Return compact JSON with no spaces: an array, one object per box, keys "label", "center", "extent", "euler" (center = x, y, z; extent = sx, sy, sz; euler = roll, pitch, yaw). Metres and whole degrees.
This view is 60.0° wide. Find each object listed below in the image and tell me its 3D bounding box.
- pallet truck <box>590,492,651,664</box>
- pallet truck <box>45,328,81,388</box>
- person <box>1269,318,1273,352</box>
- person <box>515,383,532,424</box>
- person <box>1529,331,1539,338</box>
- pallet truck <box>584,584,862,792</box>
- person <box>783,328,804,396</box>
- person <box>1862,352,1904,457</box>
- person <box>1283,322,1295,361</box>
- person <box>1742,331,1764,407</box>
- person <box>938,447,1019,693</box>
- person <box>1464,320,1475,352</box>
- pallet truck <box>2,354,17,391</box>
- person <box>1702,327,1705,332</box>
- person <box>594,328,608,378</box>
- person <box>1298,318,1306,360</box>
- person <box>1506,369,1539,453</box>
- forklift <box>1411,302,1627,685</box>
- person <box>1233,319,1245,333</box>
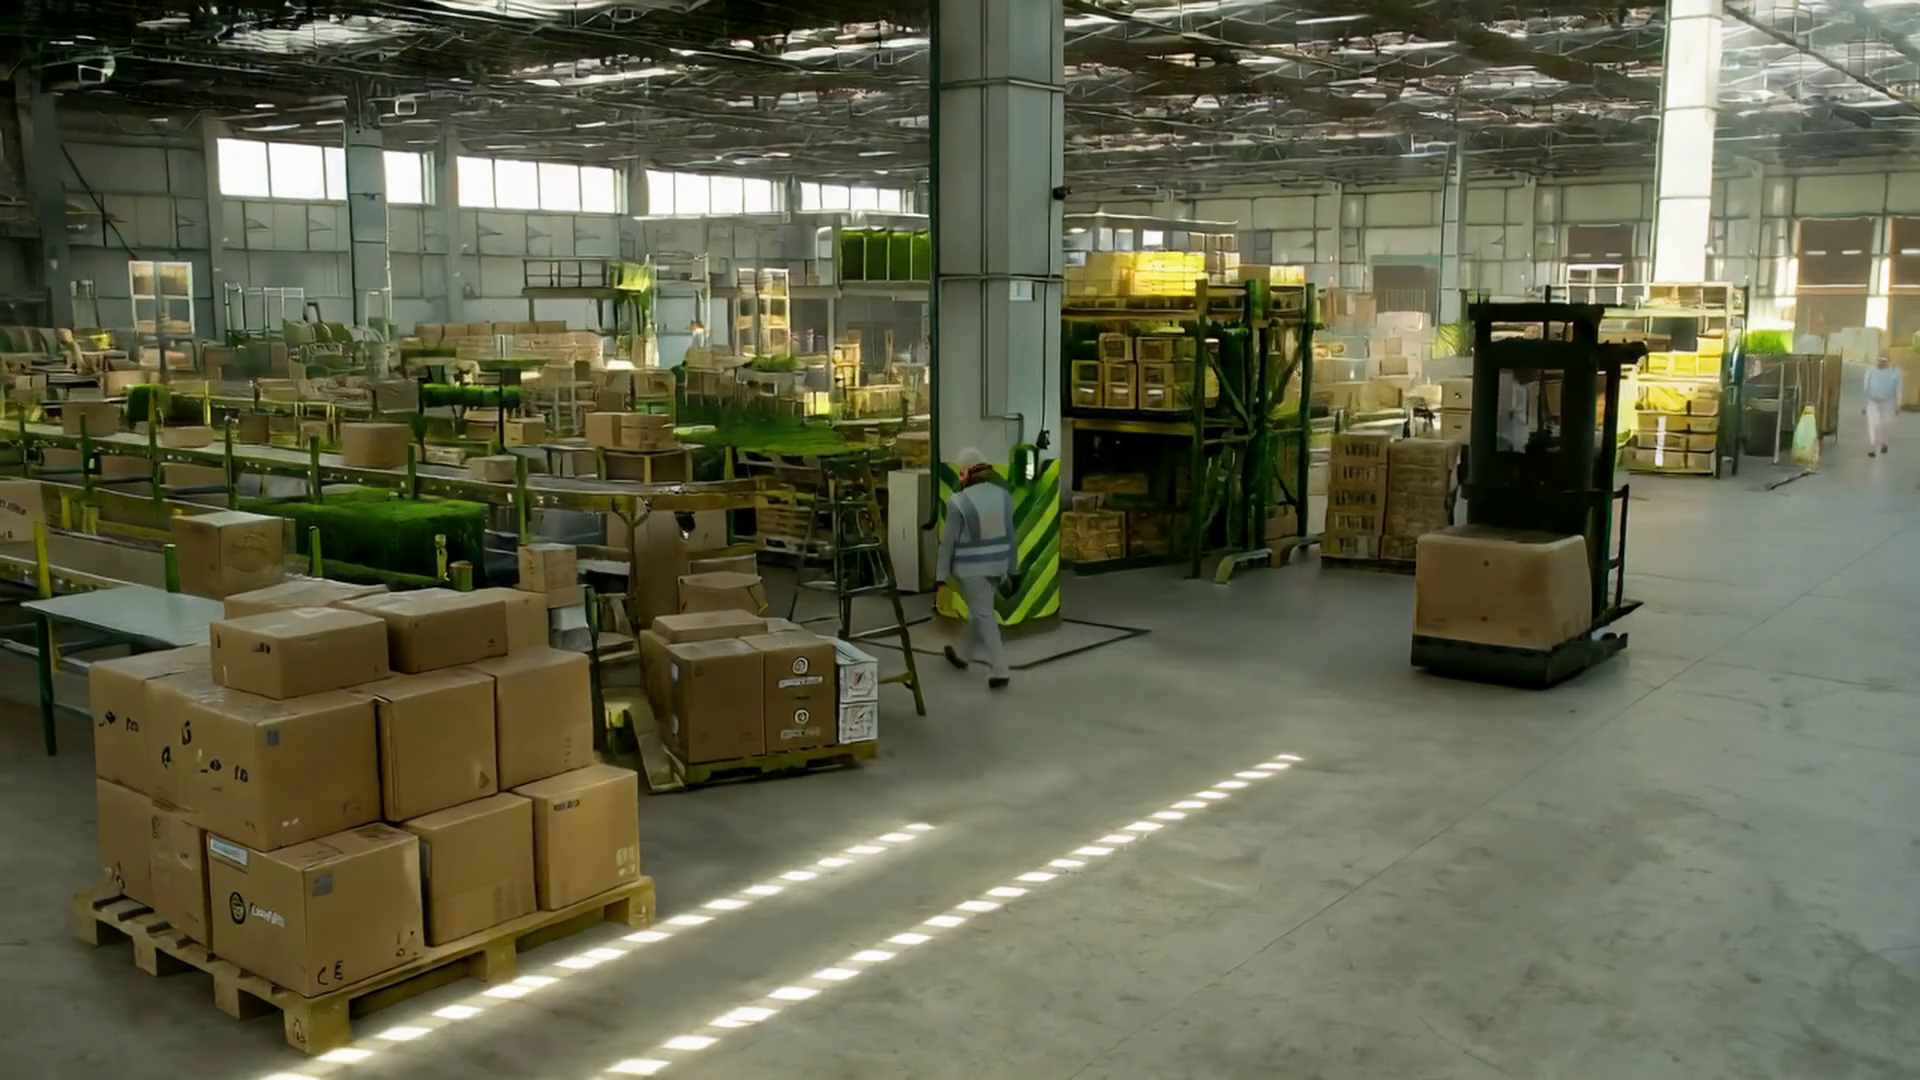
[{"label":"pallet truck","center":[-3.115,0.344,12.883],"extent":[0.653,1.274,1.630],"euler":[7,11,37]},{"label":"pallet truck","center":[-23.775,-4.544,43.495],"extent":[1.885,1.965,0.823],"euler":[6,10,35]},{"label":"person","center":[15.330,-10.142,81.738],"extent":[0.519,1.844,0.331],"euler":[-3,9,-19]},{"label":"person","center":[-8.116,-2.492,30.876],"extent":[0.281,1.634,0.498],"euler":[-8,11,-41]},{"label":"person","center":[15.605,-4.783,45.547],"extent":[1.042,1.881,0.545],"euler":[8,11,42]},{"label":"pallet truck","center":[-1.426,0.805,10.019],"extent":[1.601,1.201,0.680],"euler":[-4,9,-26]},{"label":"person","center":[-4.650,-5.030,47.069],"extent":[0.563,1.901,0.859],"euler":[8,12,43]},{"label":"person","center":[16.418,-2.423,29.608],"extent":[0.649,1.873,0.897],"euler":[5,10,32]},{"label":"person","center":[11.953,-7.024,60.673],"extent":[0.668,1.862,0.580],"euler":[0,8,1]},{"label":"person","center":[20.229,-4.361,42.455],"extent":[0.495,1.945,0.603],"euler":[7,11,38]},{"label":"person","center":[0.100,0.200,12.260],"extent":[0.603,1.768,0.959],"euler":[-6,11,-37]},{"label":"person","center":[24.515,-9.858,79.837],"extent":[0.621,1.845,0.429],"euler":[-3,9,-18]},{"label":"pallet truck","center":[-24.881,-4.417,42.634],"extent":[1.885,1.965,0.823],"euler":[8,11,41]},{"label":"person","center":[24.647,-6.394,55.821],"extent":[0.538,2.000,0.684],"euler":[-2,9,-15]},{"label":"person","center":[-12.335,-6.370,56.806],"extent":[0.668,1.699,0.366],"euler":[-5,10,-33]},{"label":"person","center":[14.138,-8.282,68.728],"extent":[0.391,1.986,0.609],"euler":[-3,9,-18]},{"label":"person","center":[7.542,-1.471,22.725],"extent":[0.903,2.020,0.604],"euler":[3,9,20]},{"label":"forklift","center":[4.379,-0.438,12.852],"extent":[1.129,2.768,1.873],"euler":[7,11,37]},{"label":"person","center":[11.412,-8.094,67.690],"extent":[0.553,1.919,0.513],"euler":[3,9,20]}]
